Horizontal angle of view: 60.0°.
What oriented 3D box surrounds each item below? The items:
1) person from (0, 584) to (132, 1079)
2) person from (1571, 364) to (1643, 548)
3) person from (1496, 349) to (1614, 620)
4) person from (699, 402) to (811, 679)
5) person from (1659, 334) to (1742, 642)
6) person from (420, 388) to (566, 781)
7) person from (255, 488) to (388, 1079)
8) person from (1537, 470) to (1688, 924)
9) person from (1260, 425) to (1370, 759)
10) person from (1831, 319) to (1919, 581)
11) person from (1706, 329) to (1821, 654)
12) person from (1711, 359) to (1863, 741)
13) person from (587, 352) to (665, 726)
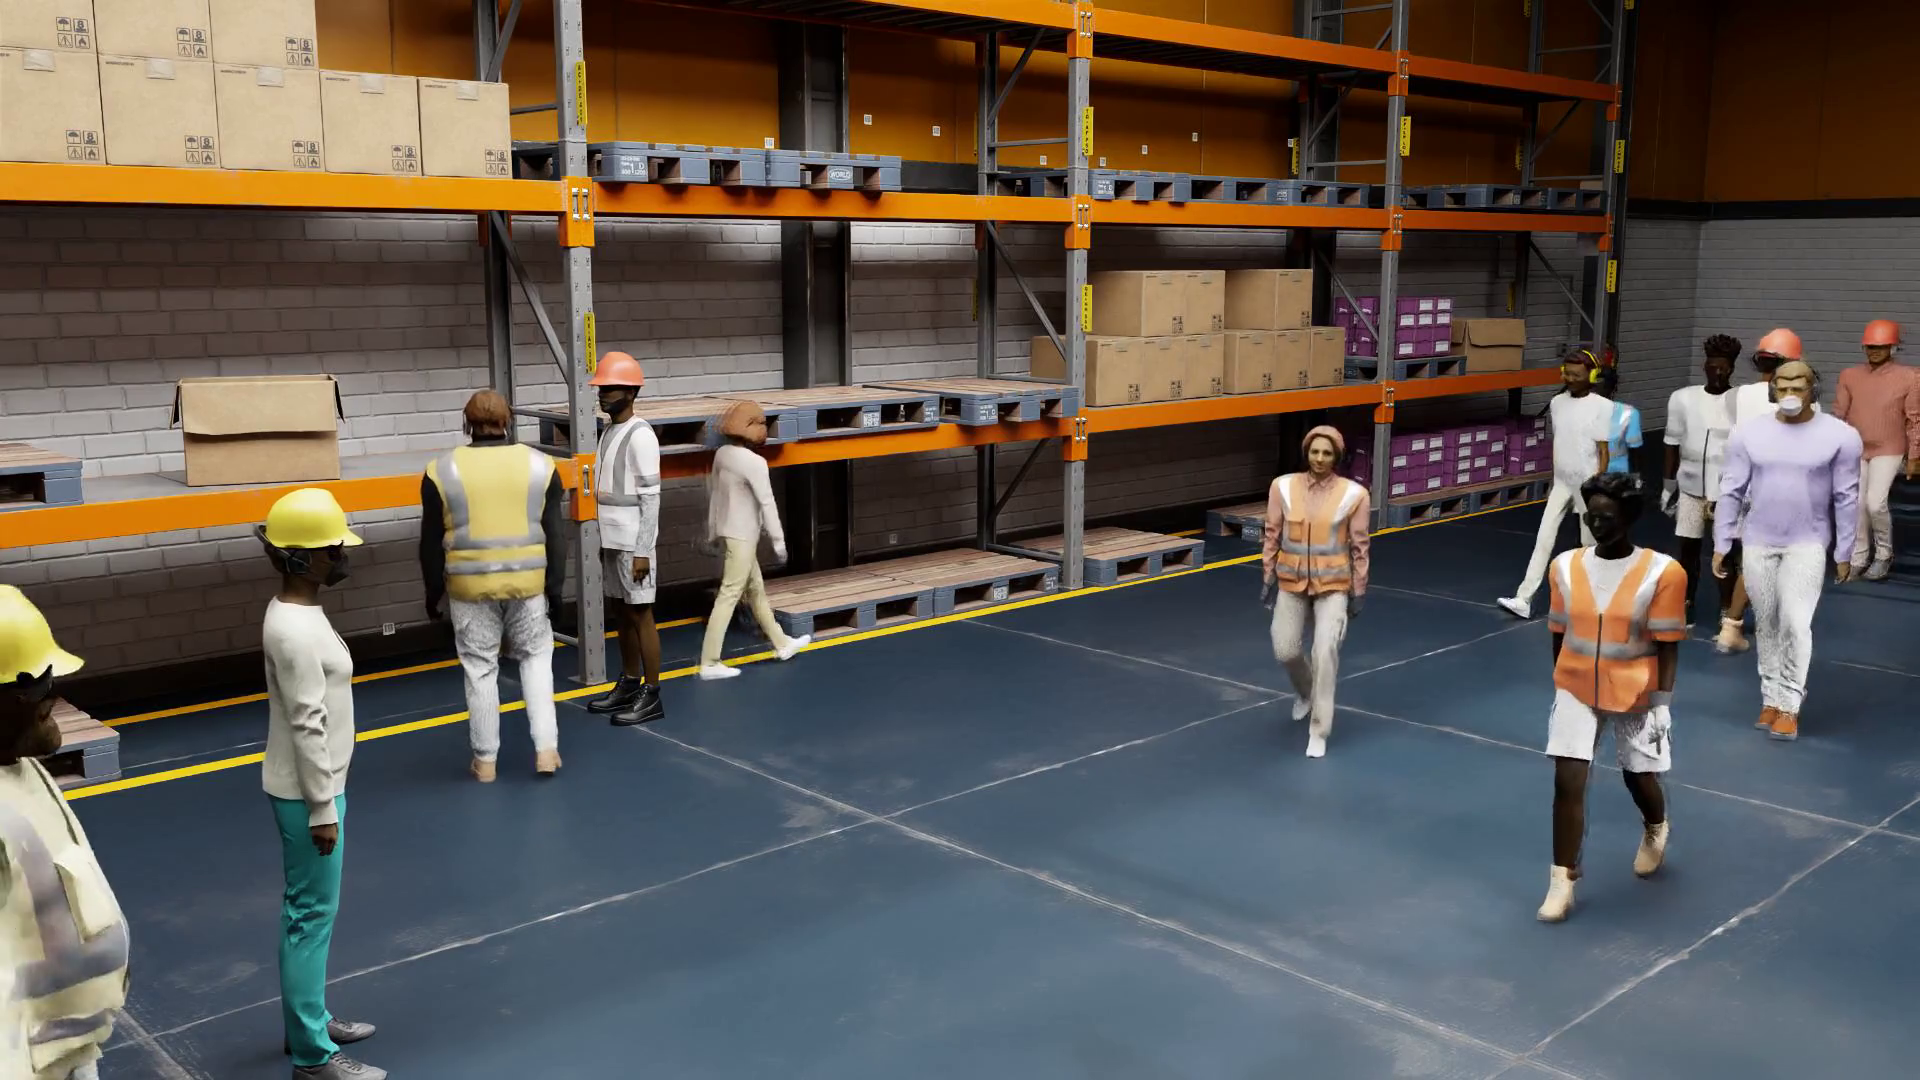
[{"bbox_3d":[-1.911,0.982,3.251,0.585,1.816,0.598,-3,10,-19],"label":"person"},{"bbox_3d":[4.657,-0.458,12.096,0.571,1.666,0.719,4,10,20],"label":"person"},{"bbox_3d":[4.033,-0.347,11.034,0.971,1.813,0.535,-7,12,-35],"label":"person"},{"bbox_3d":[-1.183,-0.006,9.664,0.830,1.587,0.530,-7,12,-34],"label":"person"},{"bbox_3d":[4.765,-0.329,10.572,0.610,1.945,0.521,8,13,40],"label":"person"},{"bbox_3d":[-2.143,0.221,7.659,0.639,1.839,0.446,-4,11,-23],"label":"person"},{"bbox_3d":[-1.885,0.724,4.906,0.318,1.767,0.534,-4,11,-23],"label":"person"},{"bbox_3d":[2.457,0.551,6.222,0.524,1.661,0.811,8,12,38],"label":"person"},{"bbox_3d":[1.763,0.230,8.212,0.527,1.619,0.509,5,11,25],"label":"person"},{"bbox_3d":[6.775,-0.651,12.348,0.495,1.976,0.606,-6,11,-32],"label":"person"},{"bbox_3d":[5.003,-0.307,10.317,1.066,1.986,0.636,-7,12,-37],"label":"person"},{"bbox_3d":[4.128,0.052,8.390,0.647,1.915,0.657,8,13,39],"label":"person"},{"bbox_3d":[-1.756,-0.009,8.676,0.341,1.942,0.552,-6,12,-33],"label":"person"}]
